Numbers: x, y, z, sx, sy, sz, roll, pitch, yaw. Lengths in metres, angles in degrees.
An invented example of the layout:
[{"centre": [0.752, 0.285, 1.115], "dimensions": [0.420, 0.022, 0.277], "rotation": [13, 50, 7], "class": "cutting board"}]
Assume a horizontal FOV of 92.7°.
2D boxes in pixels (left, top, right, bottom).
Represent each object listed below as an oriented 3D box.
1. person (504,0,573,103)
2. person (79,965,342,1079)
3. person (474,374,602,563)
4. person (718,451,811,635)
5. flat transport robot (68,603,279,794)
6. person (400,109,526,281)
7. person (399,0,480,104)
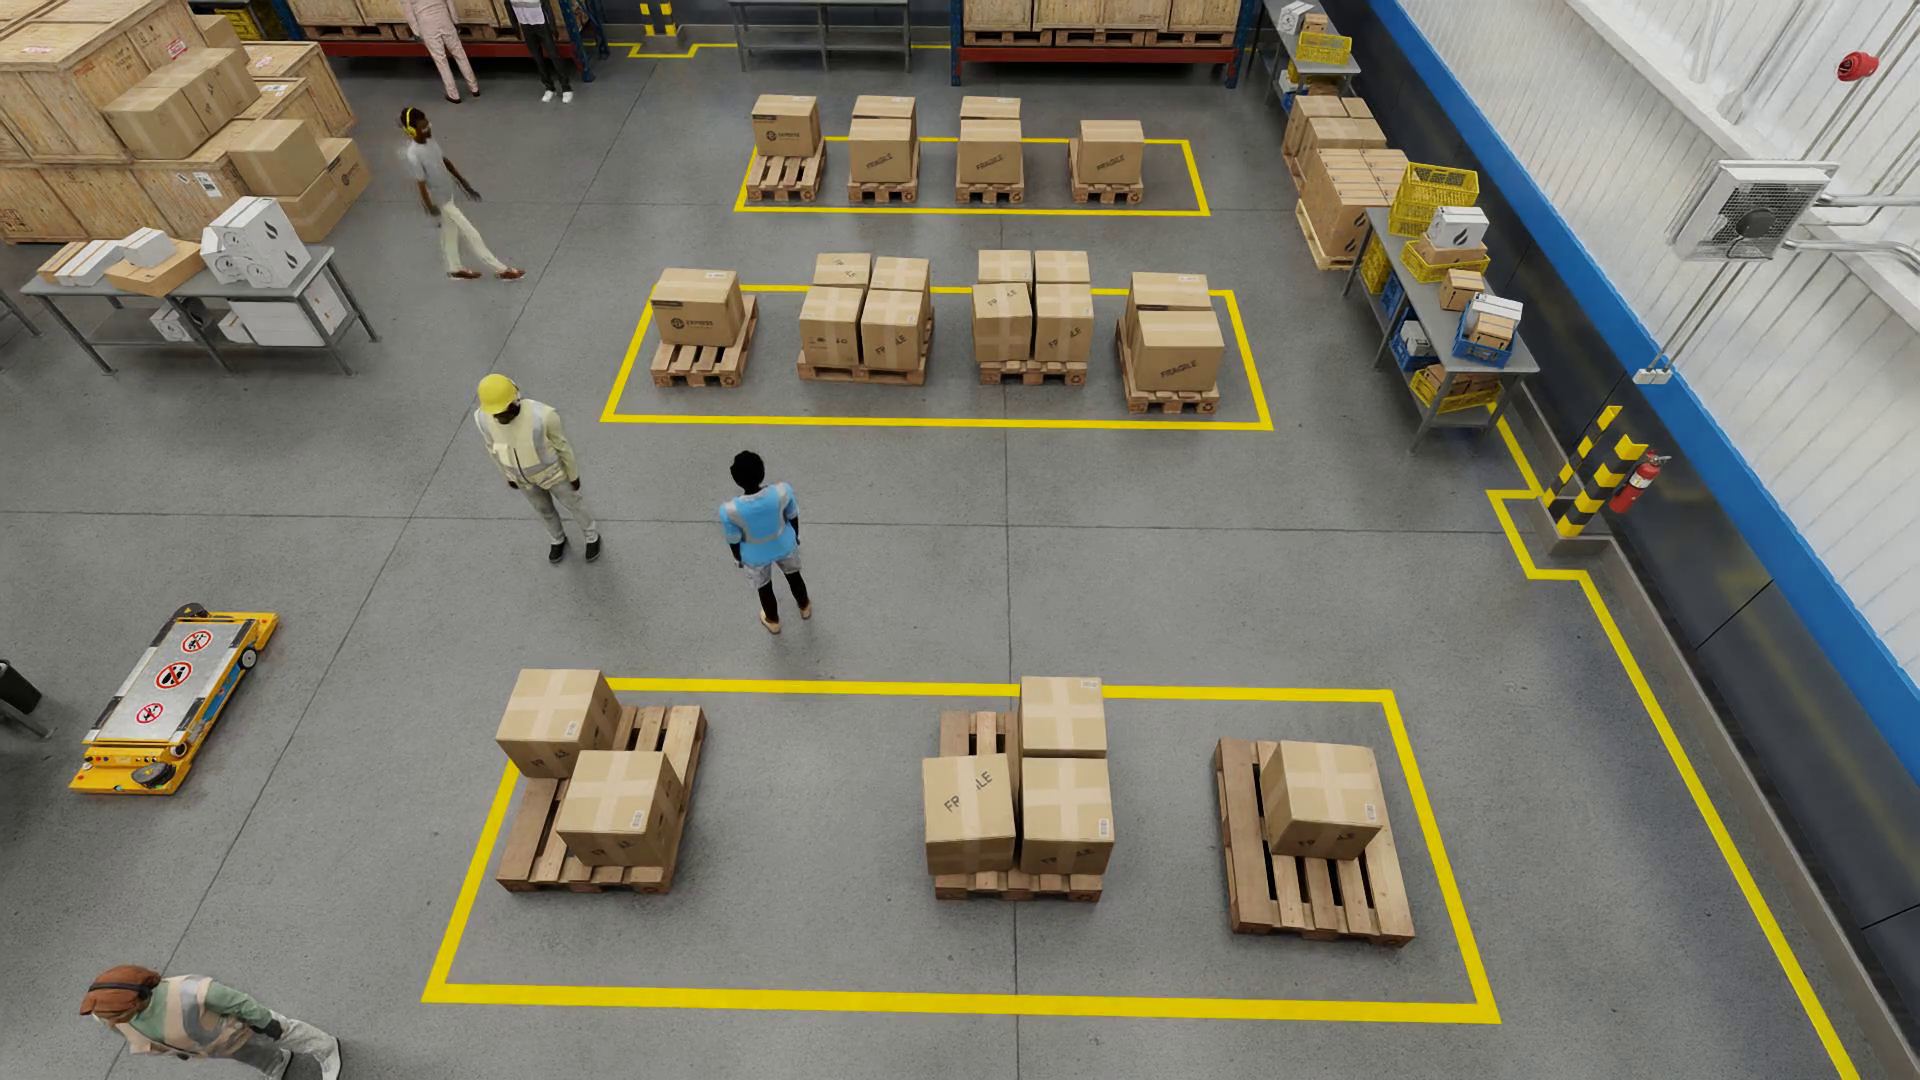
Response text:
[{"centre": [-5.576, -6.749, 11.998], "dimensions": [0.597, 1.908, 0.409], "rotation": [2, 50, 1], "class": "person"}, {"centre": [-3.588, 2.379, 4.443], "dimensions": [0.514, 1.642, 0.310], "rotation": [-10, 50, -8], "class": "person"}, {"centre": [-3.110, -0.506, 6.769], "dimensions": [0.585, 1.823, 0.403], "rotation": [0, 50, 0], "class": "person"}, {"centre": [-1.342, 0.046, 6.381], "dimensions": [0.537, 1.695, 0.321], "rotation": [-23, 53, -18], "class": "person"}, {"centre": [-5.504, 1.072, 6.442], "dimensions": [0.652, 0.197, 1.431], "rotation": [1, 50, 1], "class": "flat transport robot"}, {"centre": [-5.073, -3.449, 9.251], "dimensions": [0.905, 1.828, 0.546], "rotation": [-6, 50, -5], "class": "person"}, {"centre": [-6.889, -6.763, 12.009], "dimensions": [0.642, 1.908, 0.407], "rotation": [-37, 59, -27], "class": "person"}]
